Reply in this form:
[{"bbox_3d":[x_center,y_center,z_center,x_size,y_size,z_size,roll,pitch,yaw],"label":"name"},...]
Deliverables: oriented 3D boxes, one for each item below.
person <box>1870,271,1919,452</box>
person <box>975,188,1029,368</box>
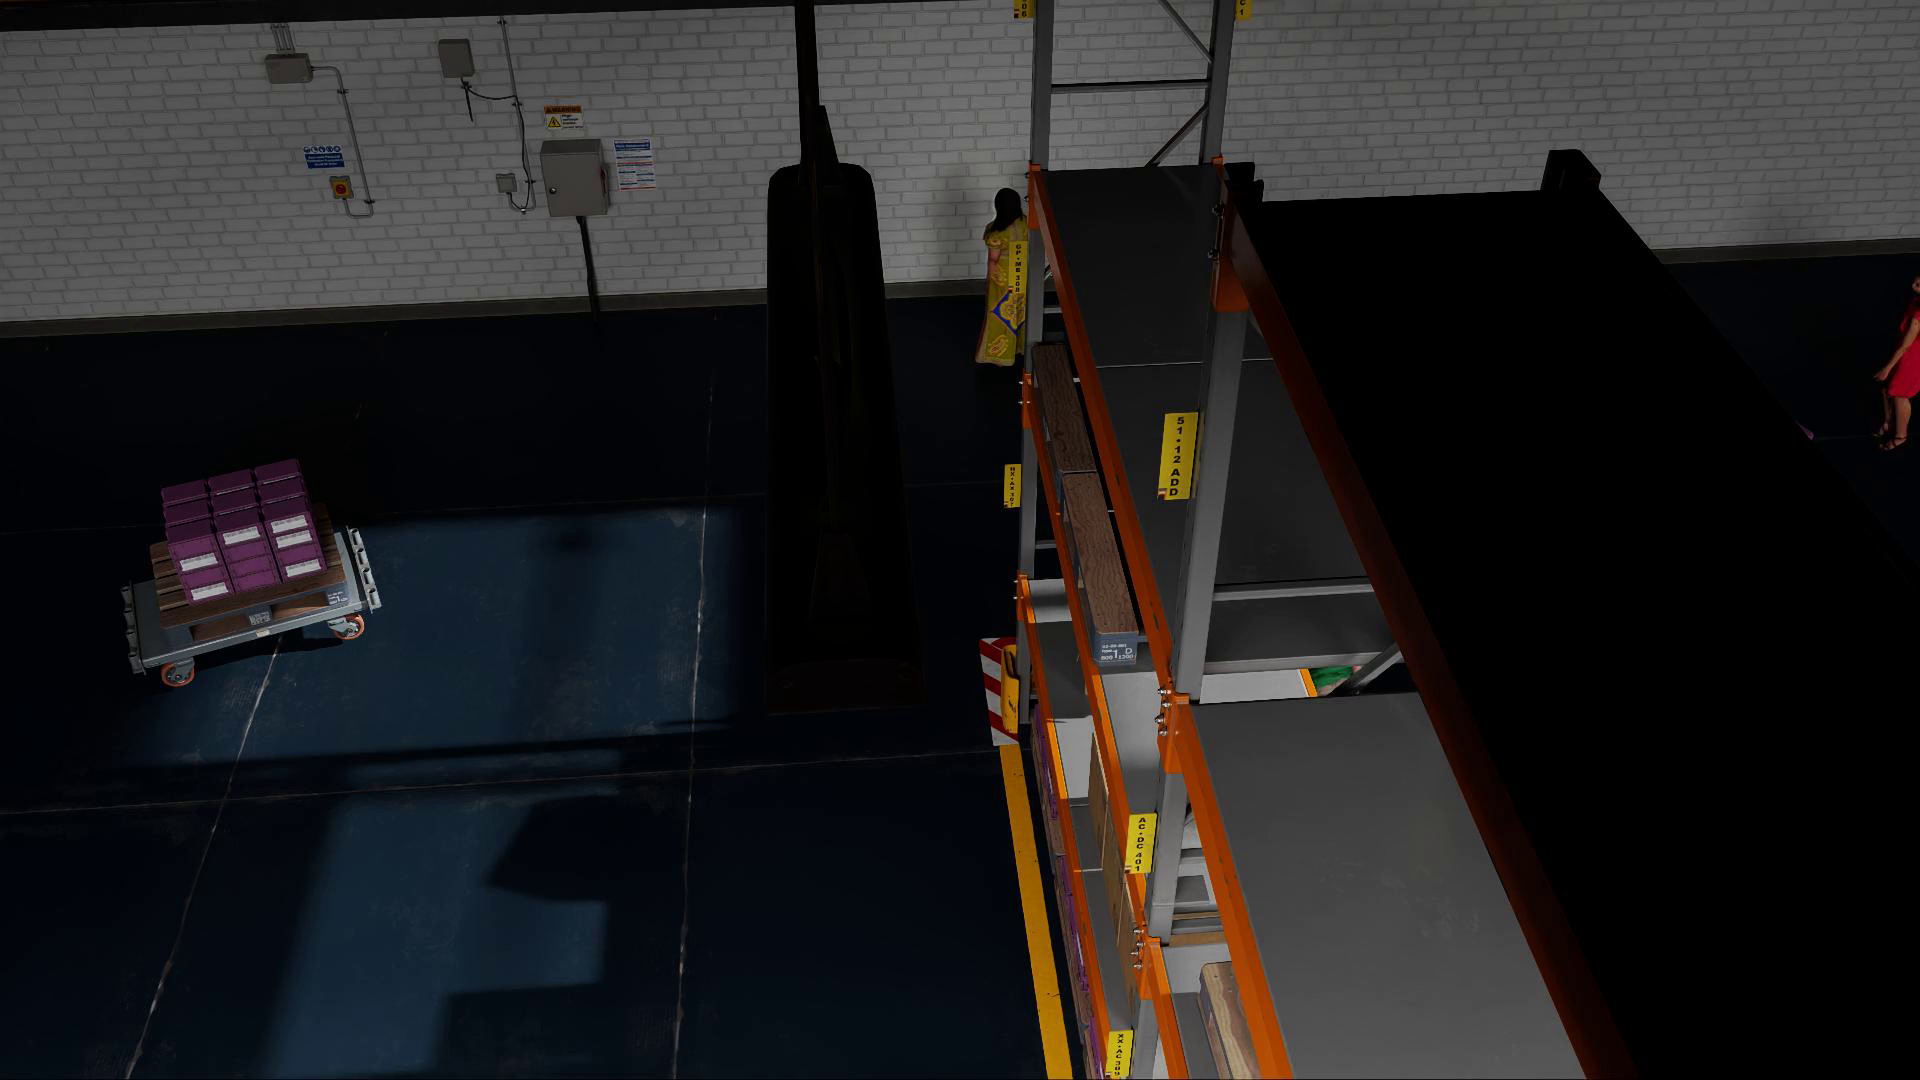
[{"bbox_3d":[7.646,-1.416,13.272,0.821,1.687,0.757,32,48,33],"label":"person"},{"bbox_3d":[0.414,-2.285,14.381,1.001,1.660,1.034,-30,47,-32],"label":"person"}]
